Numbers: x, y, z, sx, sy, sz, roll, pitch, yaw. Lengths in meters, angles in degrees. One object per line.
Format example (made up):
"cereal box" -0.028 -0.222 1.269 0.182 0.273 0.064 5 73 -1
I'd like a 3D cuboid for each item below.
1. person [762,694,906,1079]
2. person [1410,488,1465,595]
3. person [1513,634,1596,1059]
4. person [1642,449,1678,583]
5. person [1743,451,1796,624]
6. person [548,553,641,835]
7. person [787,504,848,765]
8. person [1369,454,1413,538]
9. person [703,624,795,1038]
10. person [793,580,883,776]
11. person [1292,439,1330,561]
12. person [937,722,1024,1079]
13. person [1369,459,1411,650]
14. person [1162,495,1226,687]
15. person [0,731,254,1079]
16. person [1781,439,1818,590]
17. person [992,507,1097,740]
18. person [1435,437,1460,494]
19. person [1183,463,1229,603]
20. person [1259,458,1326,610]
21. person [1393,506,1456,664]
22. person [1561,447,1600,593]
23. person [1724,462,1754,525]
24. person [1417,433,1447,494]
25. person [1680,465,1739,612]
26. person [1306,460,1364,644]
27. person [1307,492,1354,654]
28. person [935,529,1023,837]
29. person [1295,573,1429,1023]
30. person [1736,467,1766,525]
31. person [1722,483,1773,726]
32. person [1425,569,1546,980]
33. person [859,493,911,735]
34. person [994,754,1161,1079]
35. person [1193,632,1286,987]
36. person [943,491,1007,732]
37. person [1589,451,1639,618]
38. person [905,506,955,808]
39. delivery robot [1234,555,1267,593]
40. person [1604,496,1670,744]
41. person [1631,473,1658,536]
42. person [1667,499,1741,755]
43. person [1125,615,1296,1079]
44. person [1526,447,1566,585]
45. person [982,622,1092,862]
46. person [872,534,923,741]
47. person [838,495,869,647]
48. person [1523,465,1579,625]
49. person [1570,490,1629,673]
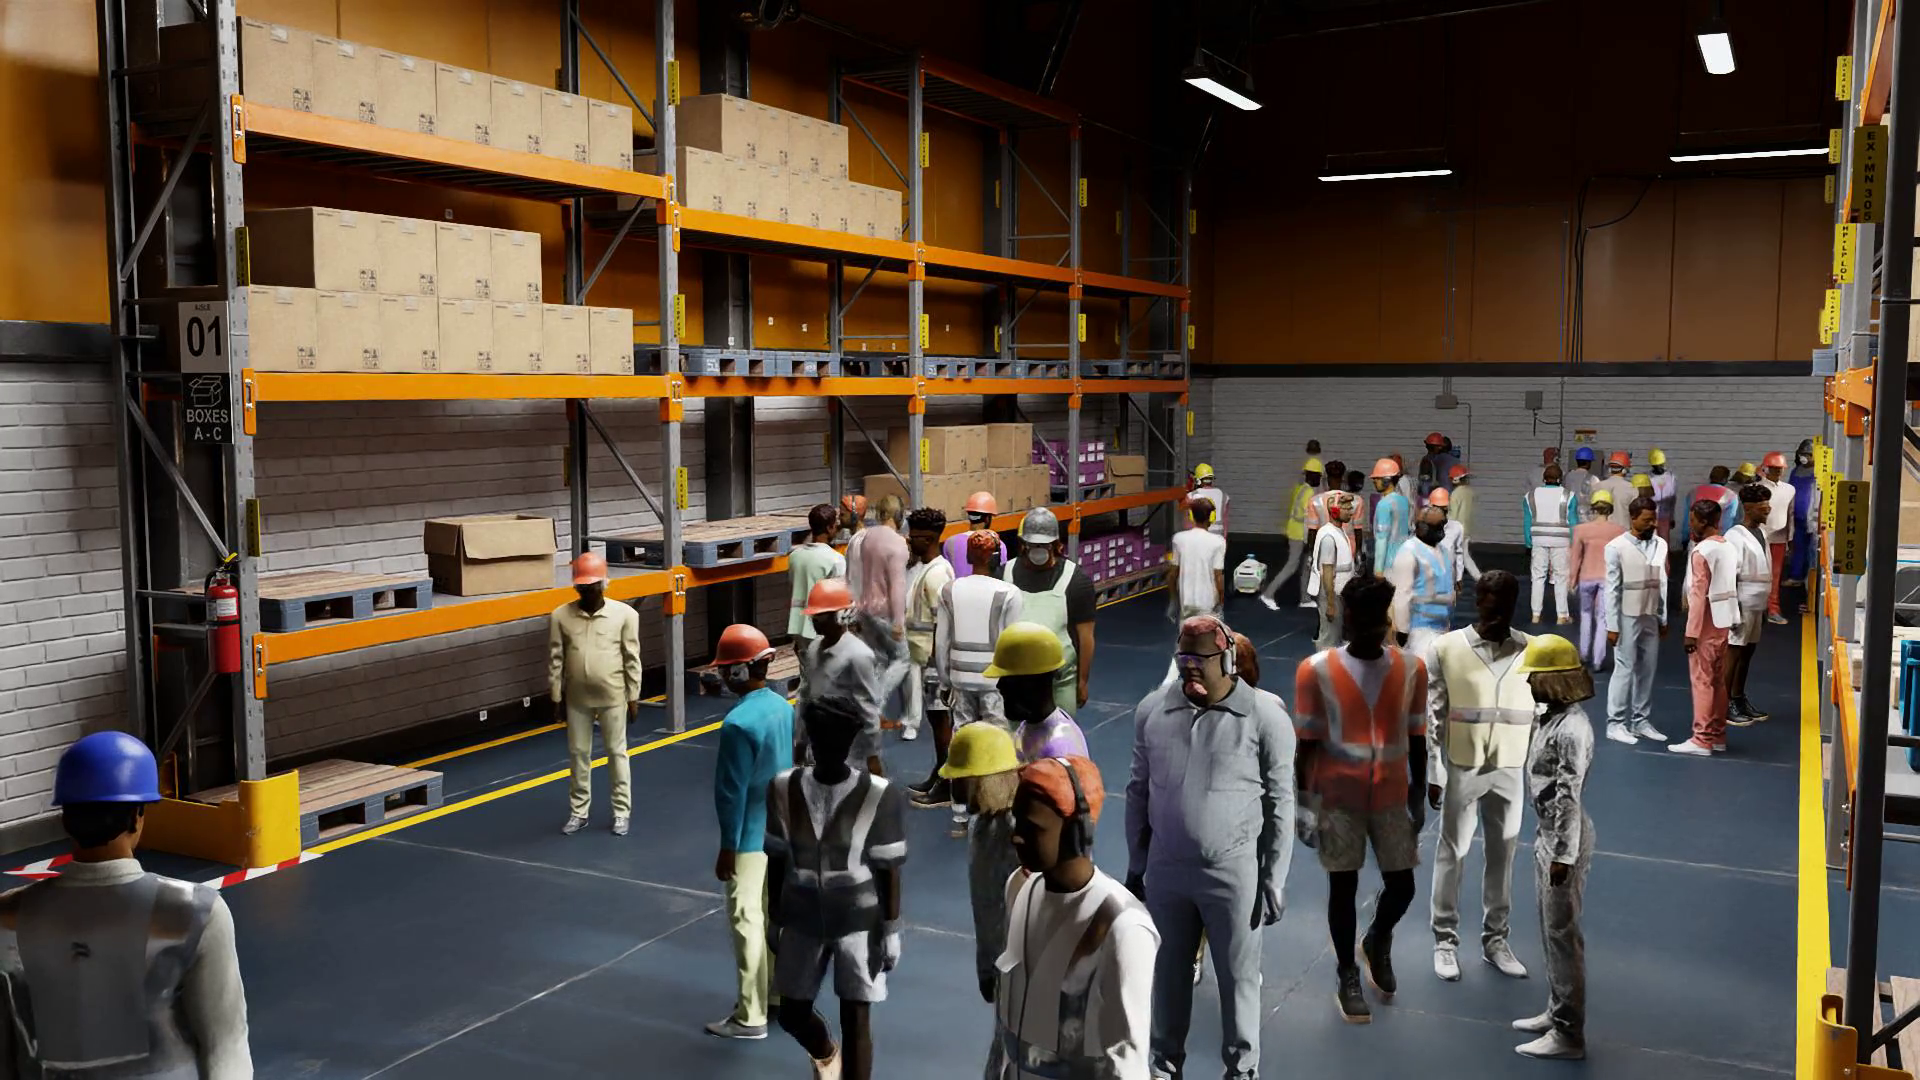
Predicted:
"person" -0.444 1.361 5.944 0.539 1.674 0.417 1 5 13
"person" 4.691 0.359 16.338 0.563 1.753 0.335 0 5 -4
"person" 2.450 1.250 6.882 0.323 1.729 0.495 1 5 11
"person" 9.676 -0.321 23.047 0.633 1.861 0.903 0 5 4
"person" 9.305 -0.019 19.119 0.612 1.997 0.376 -1 5 -6
"person" -2.232 0.940 10.147 0.569 1.743 0.367 0 5 2
"person" -1.017 0.699 11.861 0.388 1.911 0.592 -5 7 -41
"person" 5.594 -0.186 21.672 0.739 1.858 0.585 4 7 39
"person" -0.903 1.226 7.099 0.352 1.738 0.573 1 6 15
"person" -0.713 1.074 8.767 0.680 1.725 0.601 -3 6 -33
"person" 5.583 -0.627 26.198 0.647 1.899 0.927 2 6 21
"person" 0.150 1.416 5.337 0.755 1.688 0.505 -1 5 -14
"person" 4.219 0.215 16.432 0.417 2.034 0.621 4 7 37
"person" 1.932 0.549 13.840 0.497 1.848 0.641 4 7 36
"person" -1.982 1.420 3.939 0.601 1.940 0.396 -1 5 -8
"person" 11.384 -0.345 22.392 0.536 2.000 0.688 -2 6 -23
"person" 0.464 0.798 10.094 0.680 2.000 0.535 2 6 17
"person" 7.717 -0.680 26.533 0.363 1.939 0.636 -4 7 -39
"person" 2.924 -0.003 19.880 0.596 1.823 0.403 -2 6 -21
"person" 4.079 -0.074 20.426 0.814 1.880 0.606 0 5 0
"person" 3.590 0.645 12.895 0.487 1.831 0.630 5 7 43
"person" 8.229 -0.261 22.038 0.416 1.939 0.610 -3 6 -28
"person" 10.621 -0.214 22.679 0.513 1.711 0.519 4 7 38
"person" 7.210 -0.623 25.441 0.418 2.035 0.609 2 6 23
"person" 8.944 0.004 19.936 0.772 1.807 0.653 -5 7 -40
"person" 3.969 0.133 17.636 0.607 1.967 0.367 0 5 2
"person" 3.213 0.499 14.425 0.389 1.837 0.560 2 6 20
"person" 0.132 0.876 10.086 0.581 1.882 0.339 3 6 26
"person" 1.746 1.109 7.231 0.620 1.942 0.416 0 5 -2
"person" 10.568 -0.144 22.056 0.548 1.696 0.819 4 7 38
"person" 6.395 0.516 13.515 0.613 1.963 0.362 -5 7 -43
"person" 2.452 1.078 7.764 0.589 1.913 0.398 0 5 -3
"person" -0.580 0.587 13.044 0.424 1.909 0.653 -3 6 -32
"person" 0.273 1.444 4.052 0.348 1.876 0.570 -3 6 -29
"person" 1.238 1.229 7.626 0.501 1.631 0.285 1 5 6
"person" 0.135 0.579 13.069 0.553 1.924 0.391 3 6 28
"person" 7.684 -0.046 19.492 0.410 1.984 0.617 -5 7 -43
"person" -0.178 0.760 10.888 0.367 1.964 0.609 0 5 -1
"delivery robot" 3.745 0.431 21.440 0.477 0.478 0.707 2 5 18
"person" 5.202 0.610 12.835 0.603 1.904 0.386 -3 6 -26
"person" 7.908 0.092 19.341 0.320 1.737 0.488 -1 5 -6
"person" 5.594 0.650 12.421 0.410 1.908 0.598 5 7 44
"person" 0.906 1.225 6.208 0.654 1.906 0.407 3 6 29
"person" 8.139 -0.331 22.960 0.402 1.906 0.652 -4 7 -37
"person" 0.275 1.244 5.951 0.398 1.920 0.586 -1 5 -6
"person" -0.396 0.734 13.166 0.511 1.594 0.864 1 5 11
"person" -0.808 0.569 13.459 0.353 1.877 0.573 0 5 0
"person" 6.819 0.055 19.167 0.625 1.841 0.429 4 6 35
"person" 6.201 0.393 16.080 0.539 1.739 0.775 3 6 30
